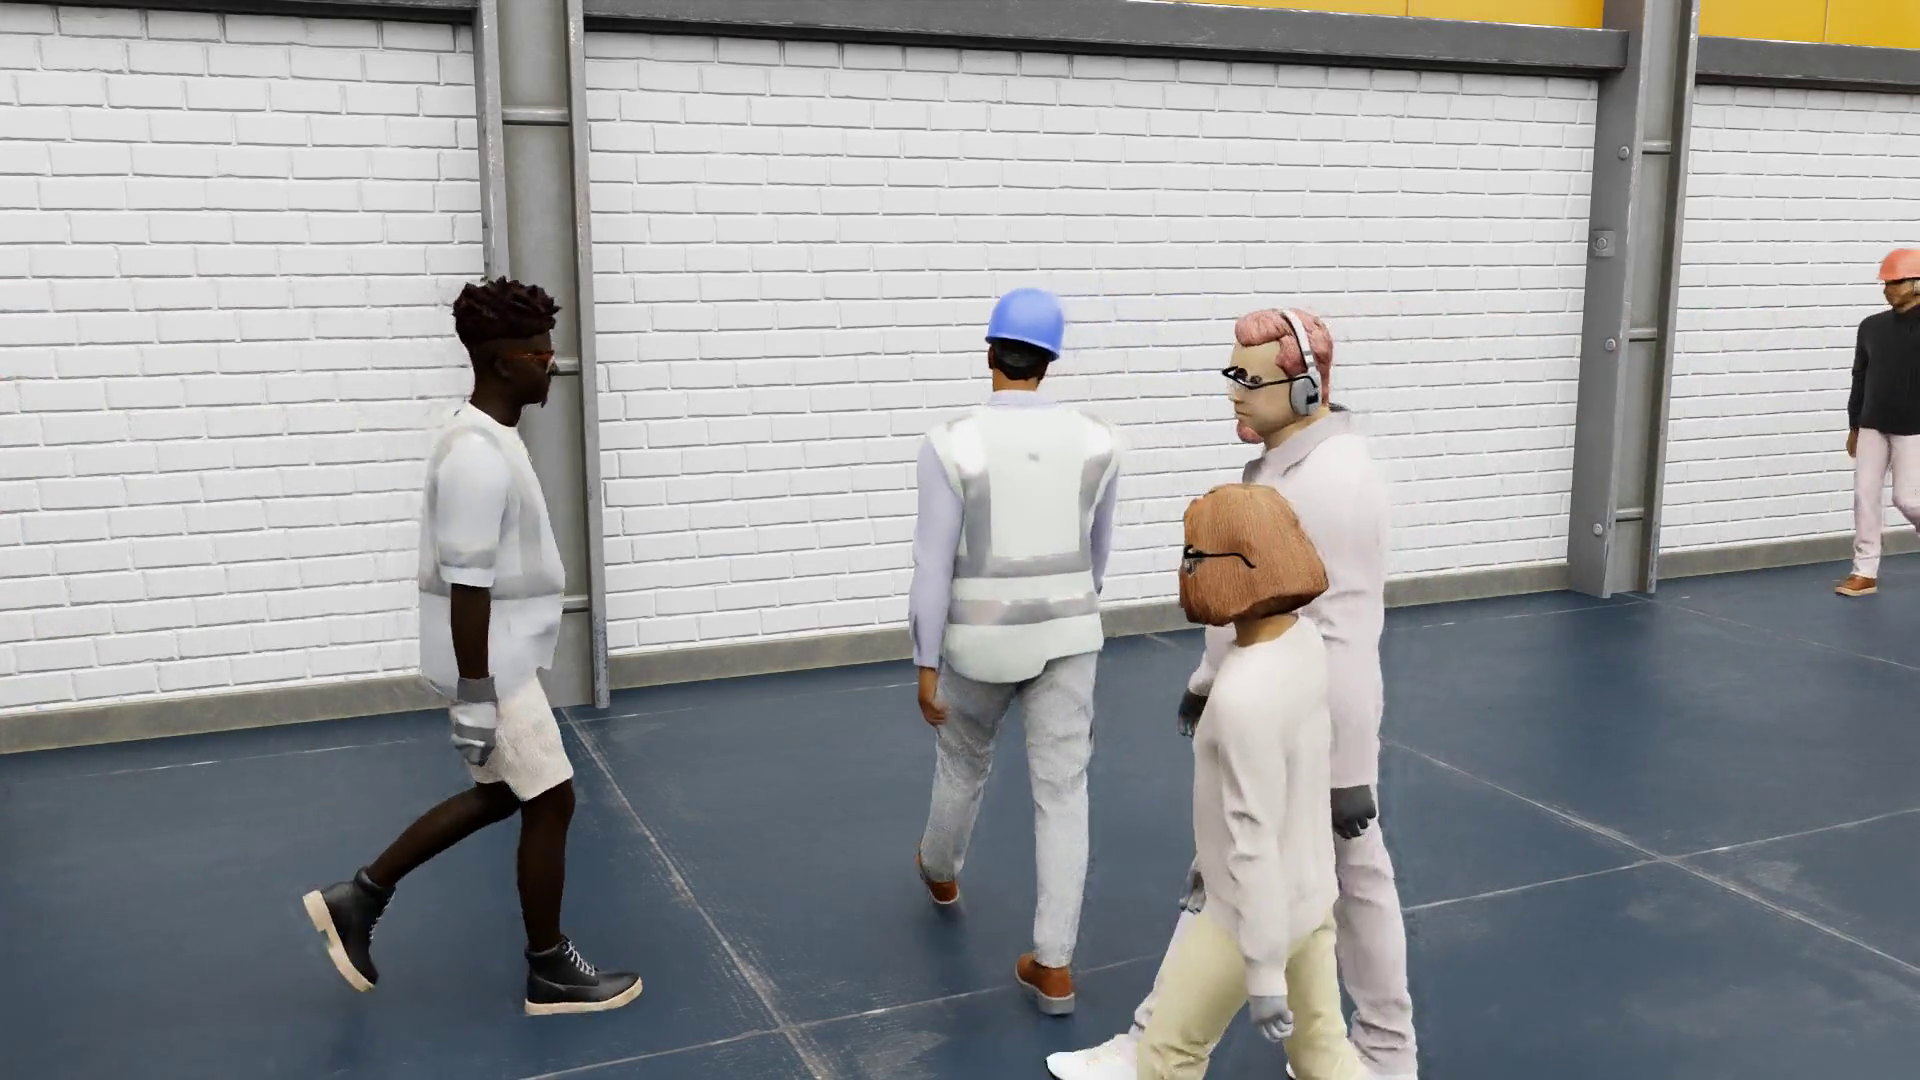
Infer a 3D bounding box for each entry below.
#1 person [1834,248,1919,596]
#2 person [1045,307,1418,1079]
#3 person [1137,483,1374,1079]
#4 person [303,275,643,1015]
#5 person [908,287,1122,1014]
[{"bbox_3d":[5.345,-0.660,9.424,0.678,1.972,0.628,-5,12,-27],"label":"person"},{"bbox_3d":[0.653,0.410,3.805,0.930,1.859,0.672,2,10,10],"label":"person"},{"bbox_3d":[0.587,0.684,3.062,0.811,1.591,0.481,6,12,28],"label":"person"},{"bbox_3d":[-1.279,0.295,4.261,0.773,1.937,0.615,-3,11,-16],"label":"person"},{"bbox_3d":[0.128,0.256,4.616,0.614,1.876,1.048,-3,11,-15],"label":"person"}]
